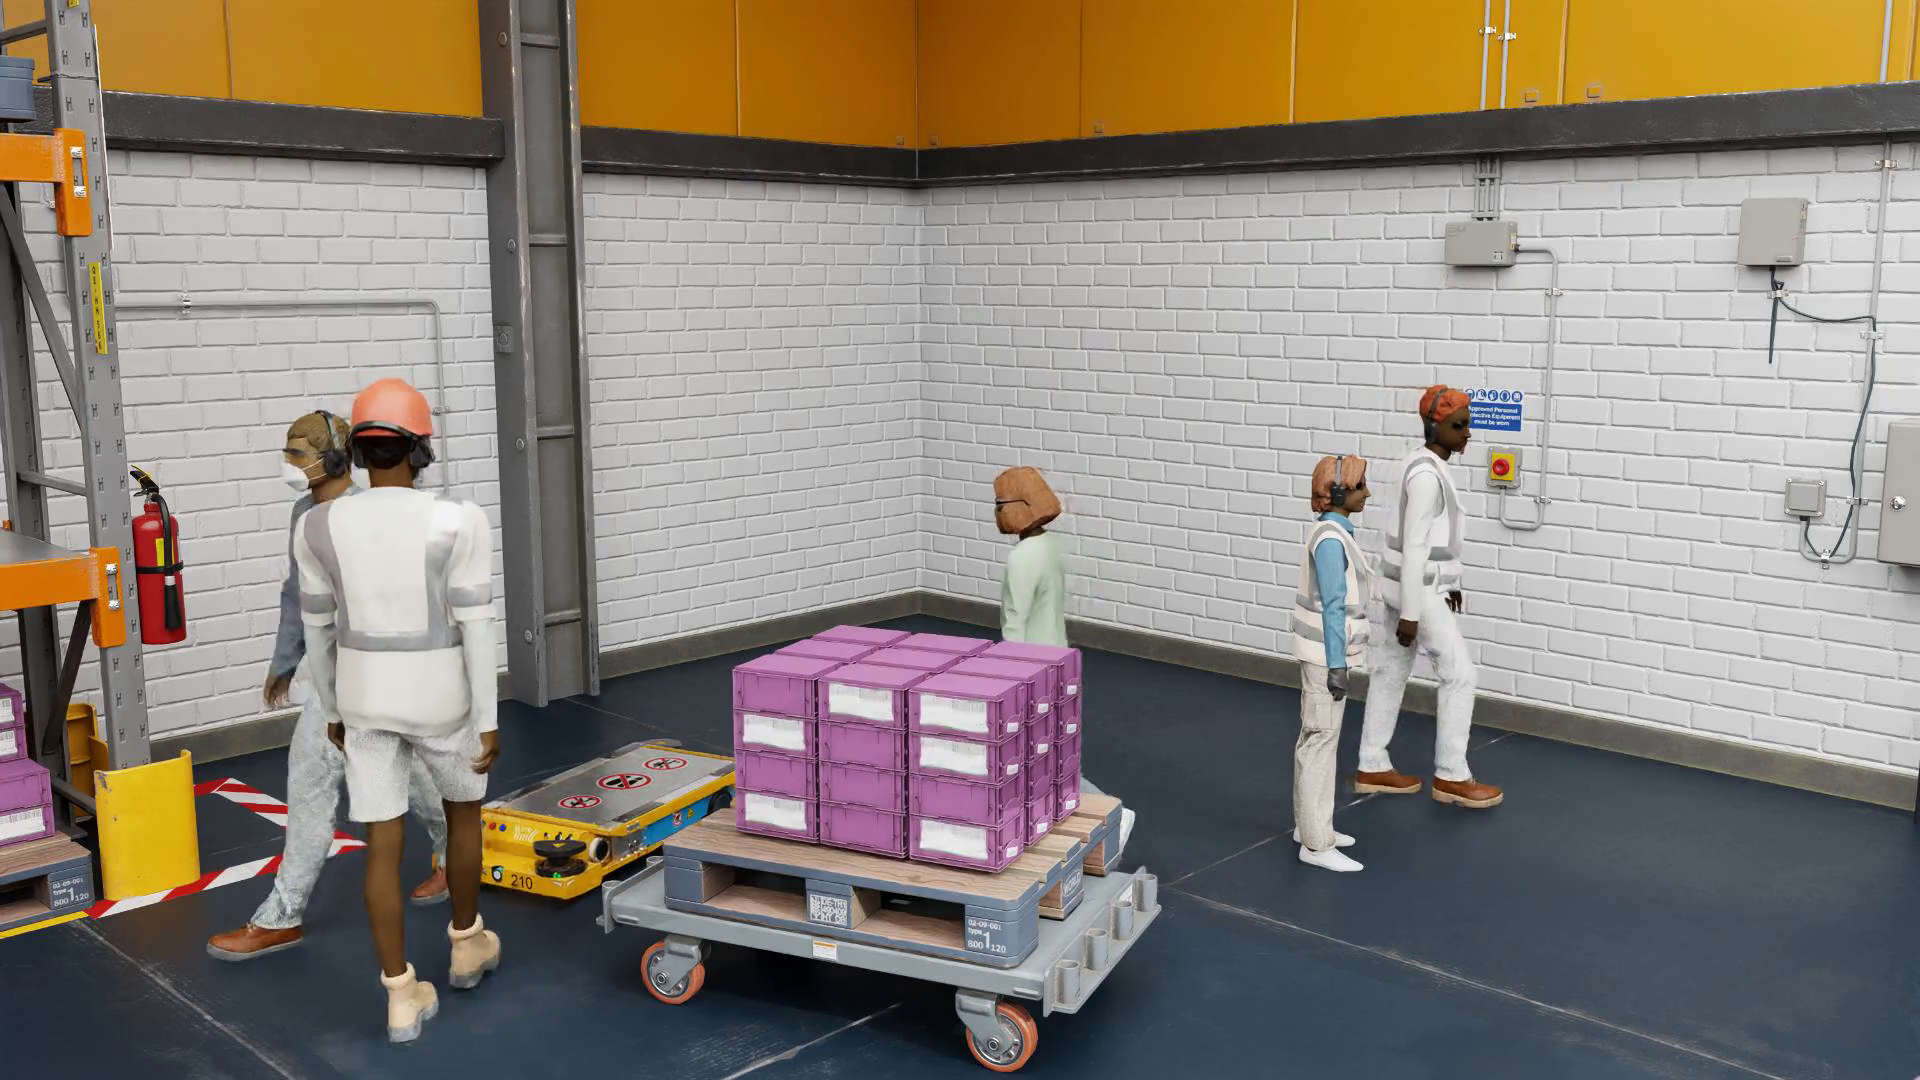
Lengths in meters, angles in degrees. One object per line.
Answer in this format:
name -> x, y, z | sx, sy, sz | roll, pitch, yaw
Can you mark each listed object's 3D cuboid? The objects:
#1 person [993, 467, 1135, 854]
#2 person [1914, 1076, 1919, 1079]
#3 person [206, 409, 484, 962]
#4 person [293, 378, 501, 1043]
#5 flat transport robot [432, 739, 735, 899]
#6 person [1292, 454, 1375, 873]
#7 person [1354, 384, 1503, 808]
person -> 0.356, 0.513, 6.464 | 0.611, 1.608, 0.506 | 3, 10, 15
person -> 1.171, 1.205, 1.884 | 0.404, 1.733, 0.564 | -1, 9, -4
person -> -2.162, 0.472, 5.926 | 1.033, 1.894, 0.640 | -7, 11, -36
person -> -1.727, 0.499, 5.283 | 0.621, 2.019, 0.825 | 0, 9, -2
flat transport robot -> -1.430, 1.115, 6.890 | 0.652, 0.197, 1.431 | 5, 10, 26
person -> 1.474, 0.477, 6.611 | 0.311, 1.642, 0.512 | 2, 9, 9
person -> 2.126, 0.246, 7.326 | 0.757, 1.859, 0.668 | 1, 9, 7
